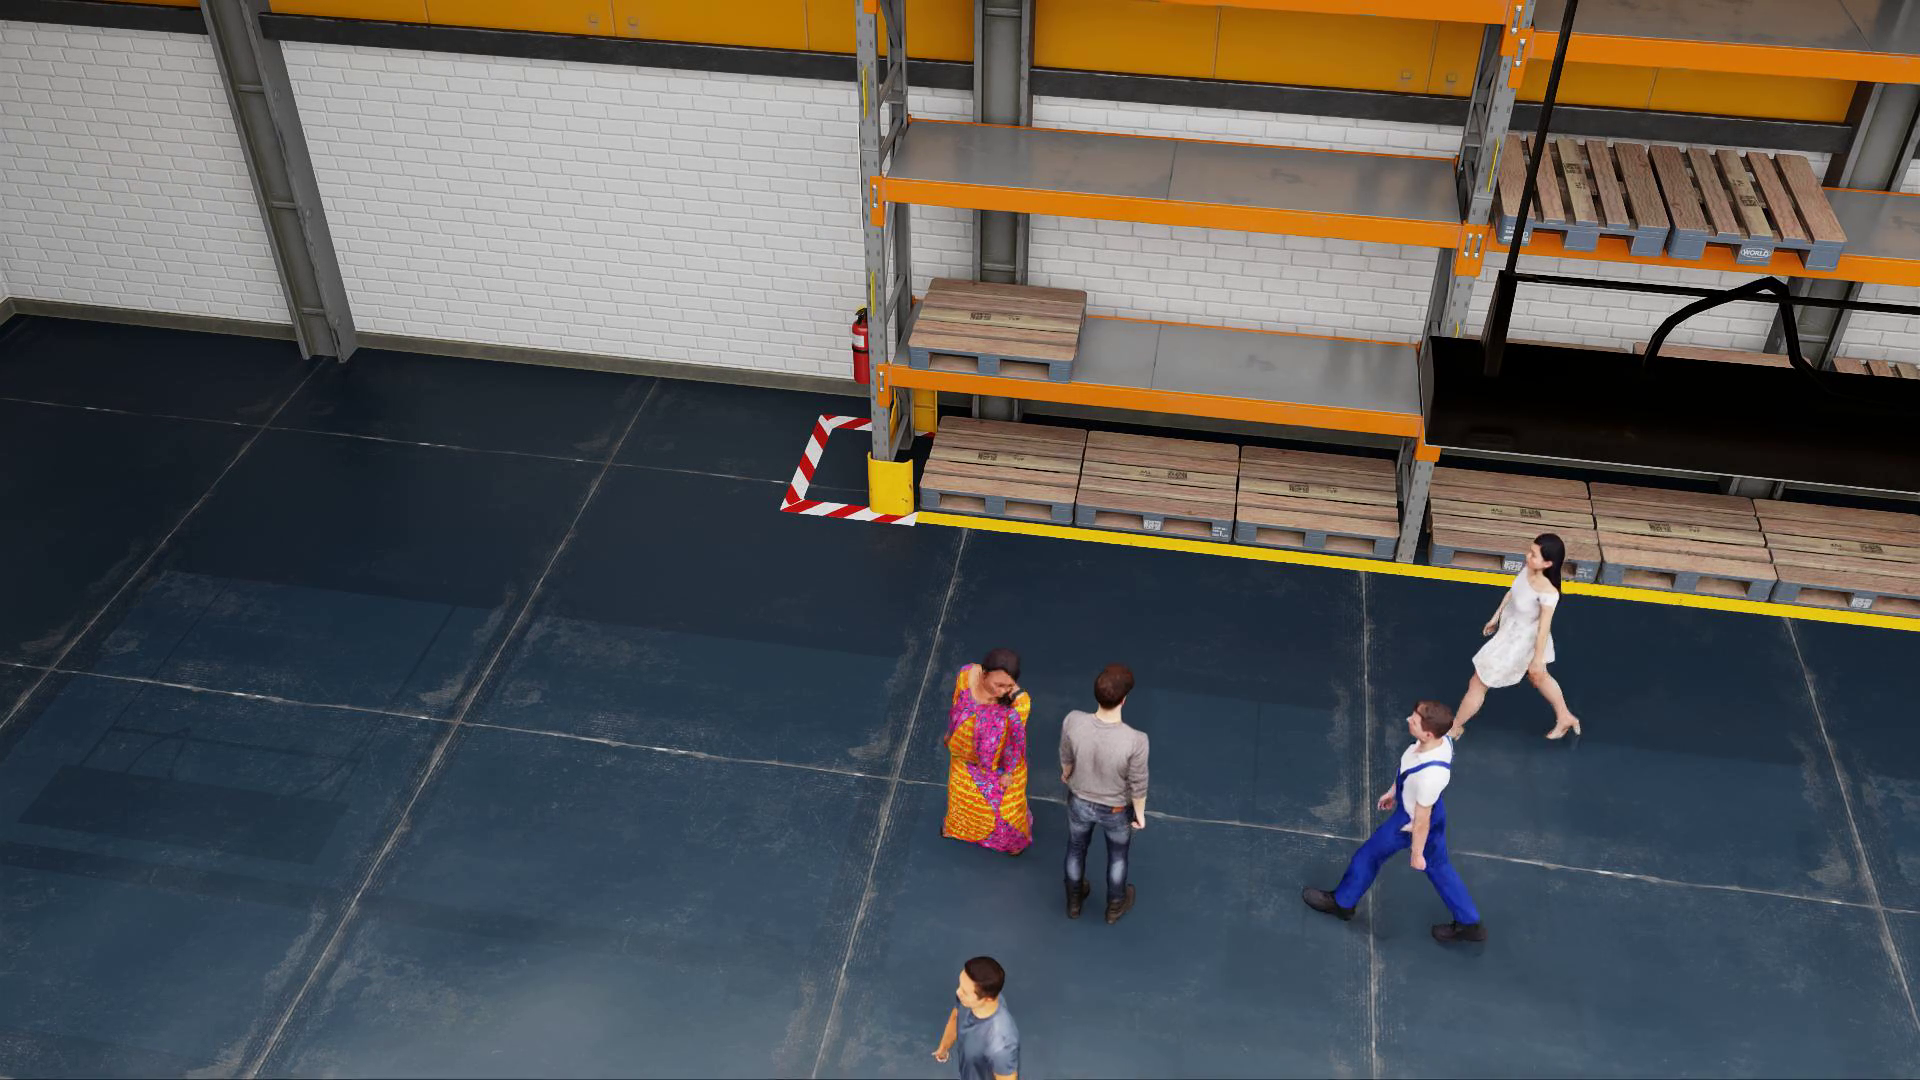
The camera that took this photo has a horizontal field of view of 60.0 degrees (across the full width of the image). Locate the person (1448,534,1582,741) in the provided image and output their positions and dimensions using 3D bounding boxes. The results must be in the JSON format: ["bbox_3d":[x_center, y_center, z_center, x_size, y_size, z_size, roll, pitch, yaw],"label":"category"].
[{"bbox_3d":[3.613,0.669,10.461,1.215,1.723,0.658,3,39,4],"label":"person"}]

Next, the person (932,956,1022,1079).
[{"bbox_3d":[0.227,2.591,8.016,1.221,1.771,0.990,-10,40,-13],"label":"person"}]

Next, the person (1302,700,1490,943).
[{"bbox_3d":[2.621,1.596,9.234,1.351,1.807,0.855,16,41,19],"label":"person"}]

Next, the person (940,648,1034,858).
[{"bbox_3d":[0.191,1.232,9.815,0.928,1.649,0.820,-26,45,-29],"label":"person"}]

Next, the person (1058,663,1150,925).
[{"bbox_3d":[0.755,1.472,9.313,0.649,1.901,0.824,15,41,18],"label":"person"}]
